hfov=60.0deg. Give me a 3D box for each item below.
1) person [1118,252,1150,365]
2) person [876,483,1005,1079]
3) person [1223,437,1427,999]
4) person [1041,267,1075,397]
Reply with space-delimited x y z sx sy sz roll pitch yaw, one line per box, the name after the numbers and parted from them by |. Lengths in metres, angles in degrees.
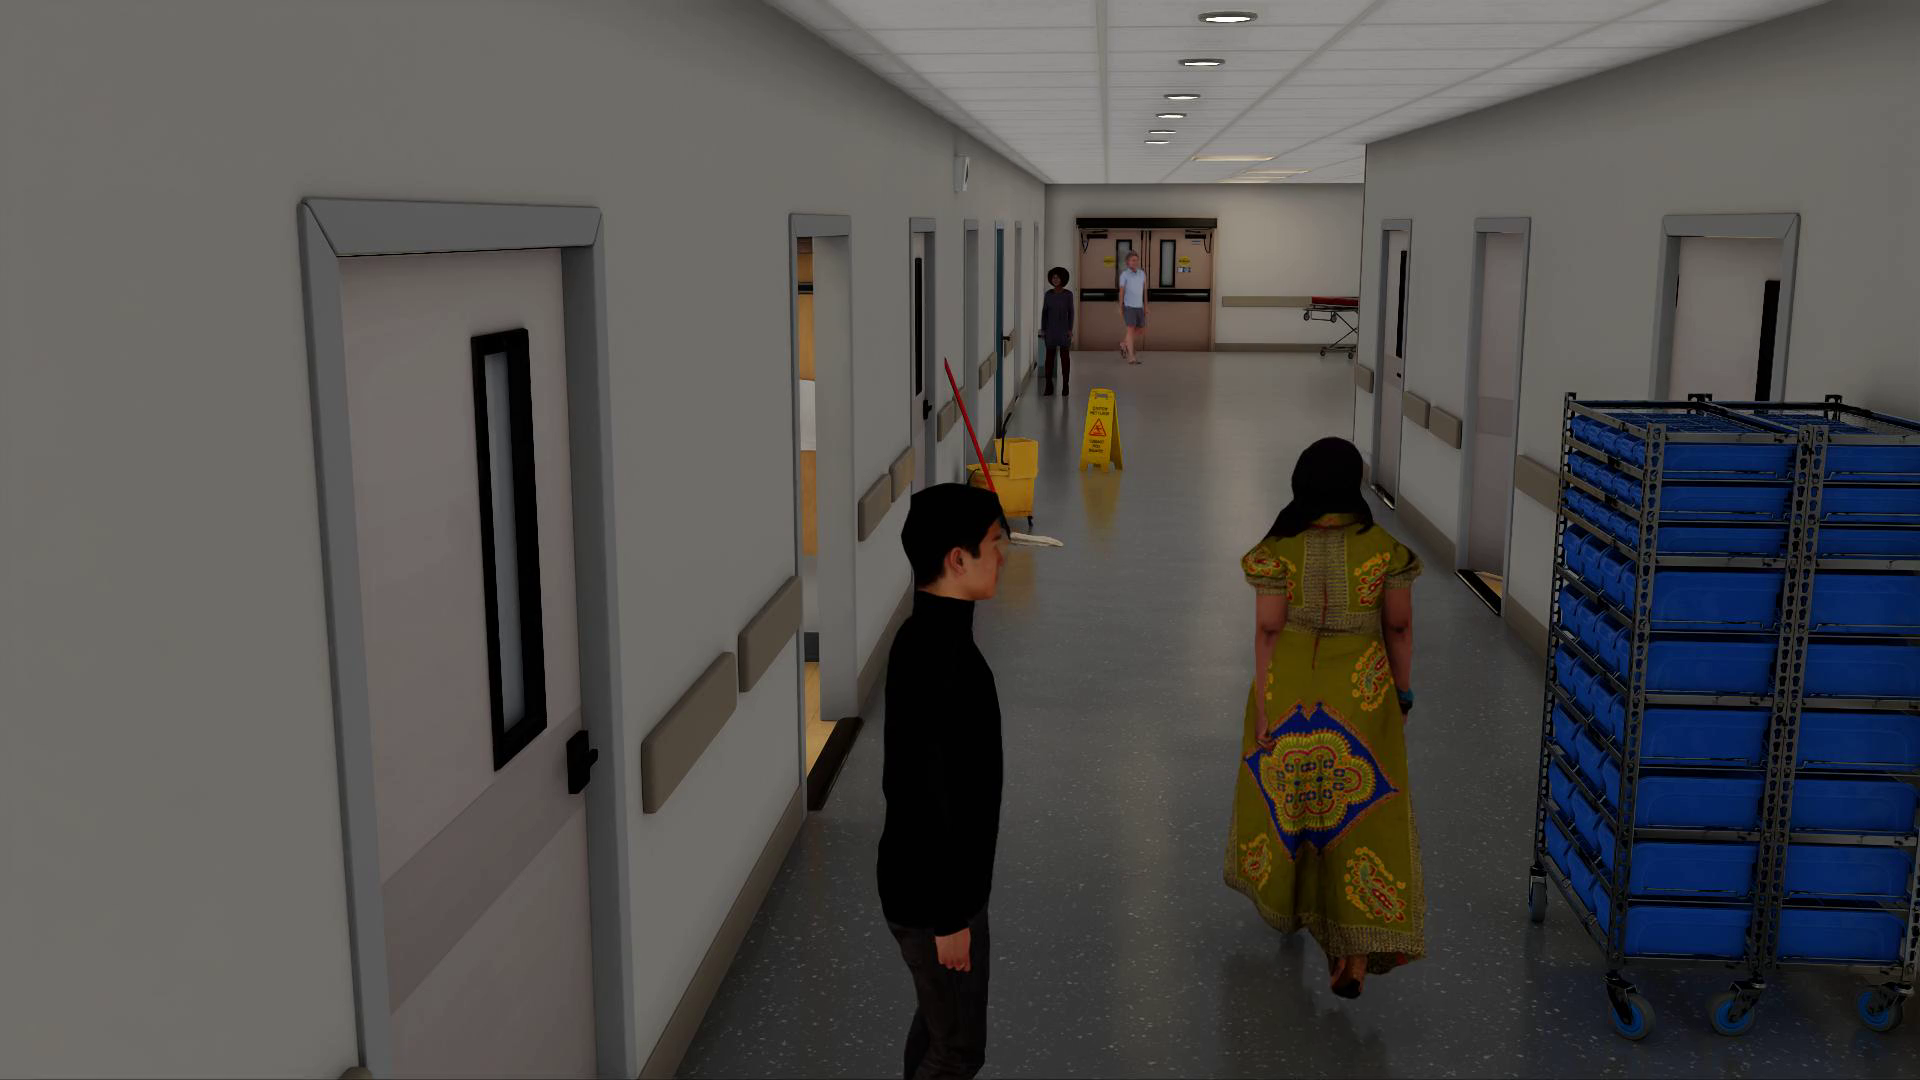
2.801 -3.807 27.357 0.988 1.811 1.125 -6 12 -28 | person
-0.050 0.727 3.703 0.728 1.721 0.497 0 11 0 | person
1.091 0.546 4.938 0.793 1.616 1.190 2 11 11 | person
1.315 -2.799 22.313 0.629 1.710 0.572 3 11 16 | person
